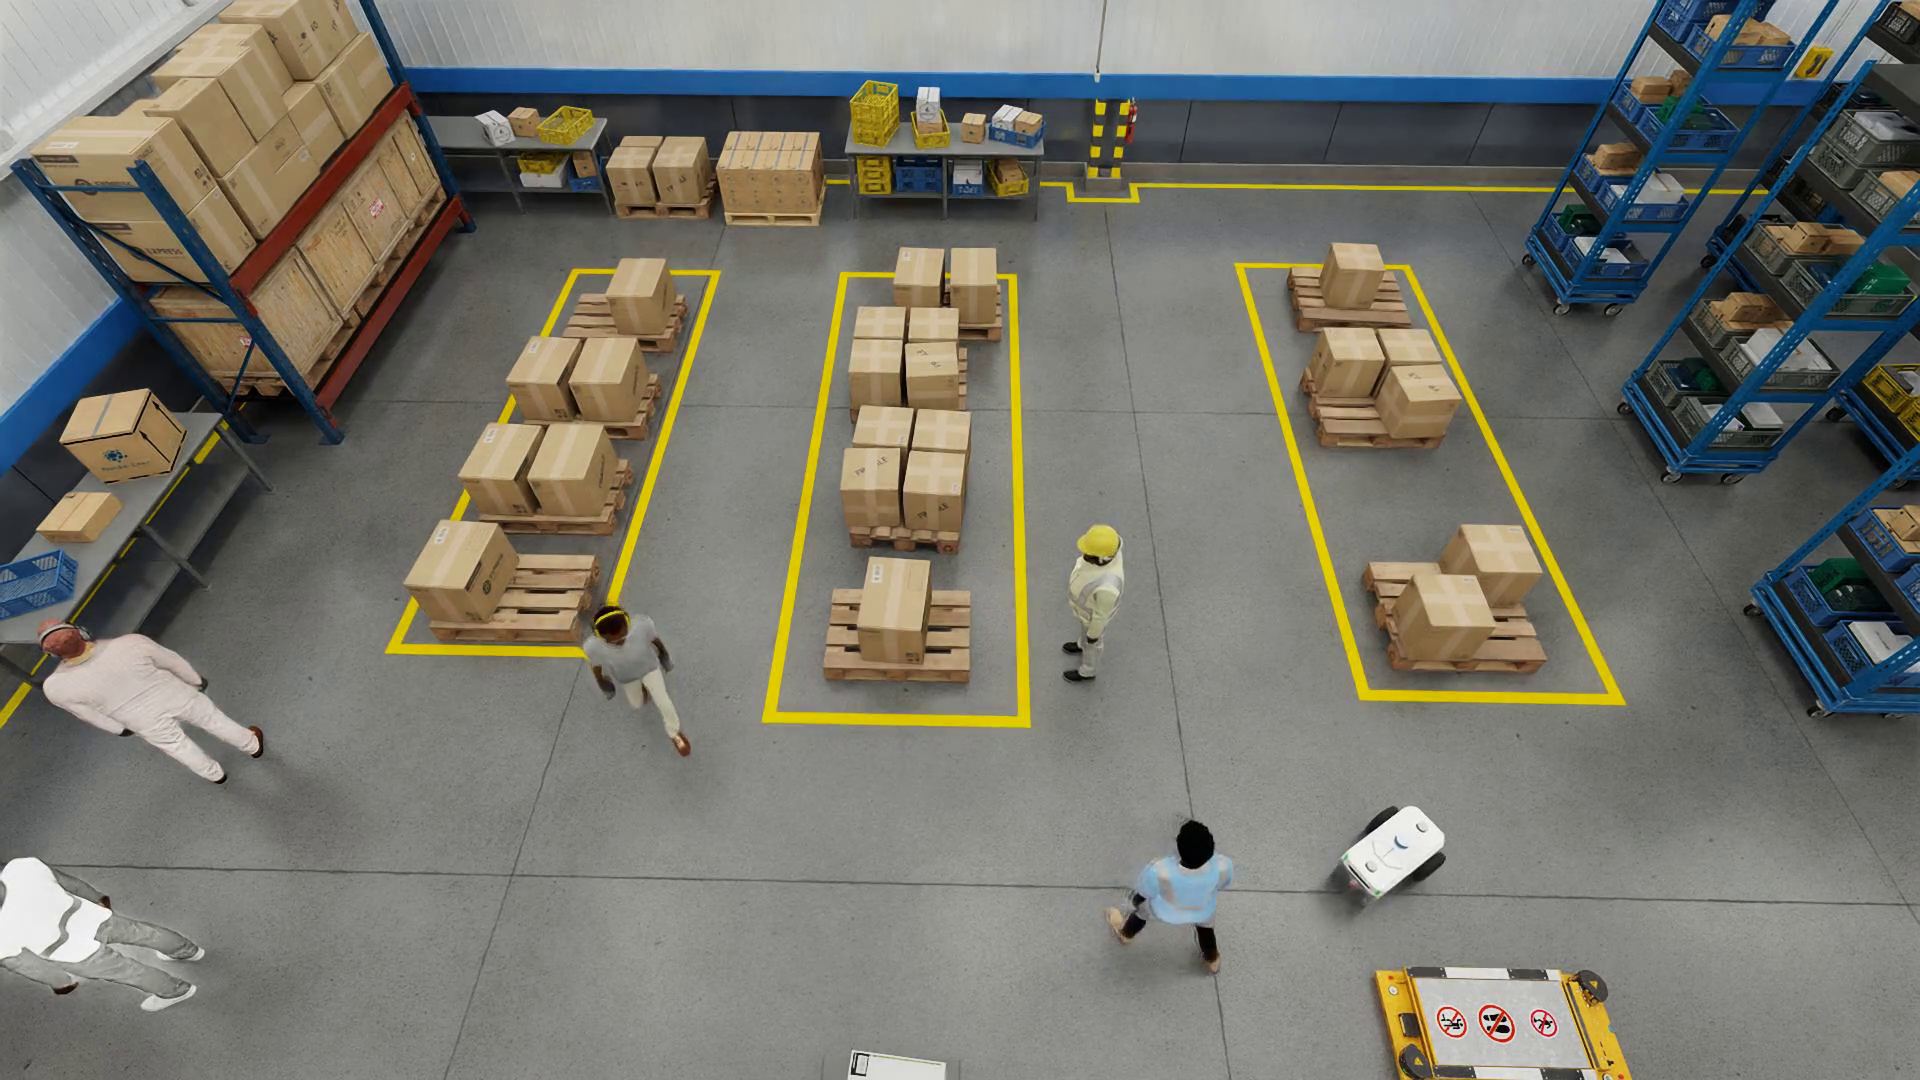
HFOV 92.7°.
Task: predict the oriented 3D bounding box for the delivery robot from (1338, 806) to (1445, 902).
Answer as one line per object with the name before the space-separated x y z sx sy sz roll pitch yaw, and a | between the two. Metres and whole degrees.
delivery robot | 3.034 2.193 6.440 0.707 0.478 0.477 -26 56 -20

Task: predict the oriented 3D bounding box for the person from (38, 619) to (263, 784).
person | -5.725 1.133 6.494 0.410 1.913 0.643 35 59 25

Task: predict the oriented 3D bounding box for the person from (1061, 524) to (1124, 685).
person | 1.022 0.491 7.075 0.403 1.823 0.584 2 51 2

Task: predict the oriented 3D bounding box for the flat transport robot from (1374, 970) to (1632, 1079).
flat transport robot | 3.501 3.133 5.914 1.431 0.197 0.652 1 51 1

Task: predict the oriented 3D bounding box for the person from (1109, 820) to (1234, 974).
person | 1.389 2.267 5.735 0.721 1.655 0.465 -2 51 -2

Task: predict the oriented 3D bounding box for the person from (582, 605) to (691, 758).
person | -2.416 0.900 6.741 0.544 1.836 0.761 -24 55 -18

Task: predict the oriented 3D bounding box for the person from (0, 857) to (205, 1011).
person | -5.283 2.375 5.481 0.390 1.914 0.587 -9 51 -7
